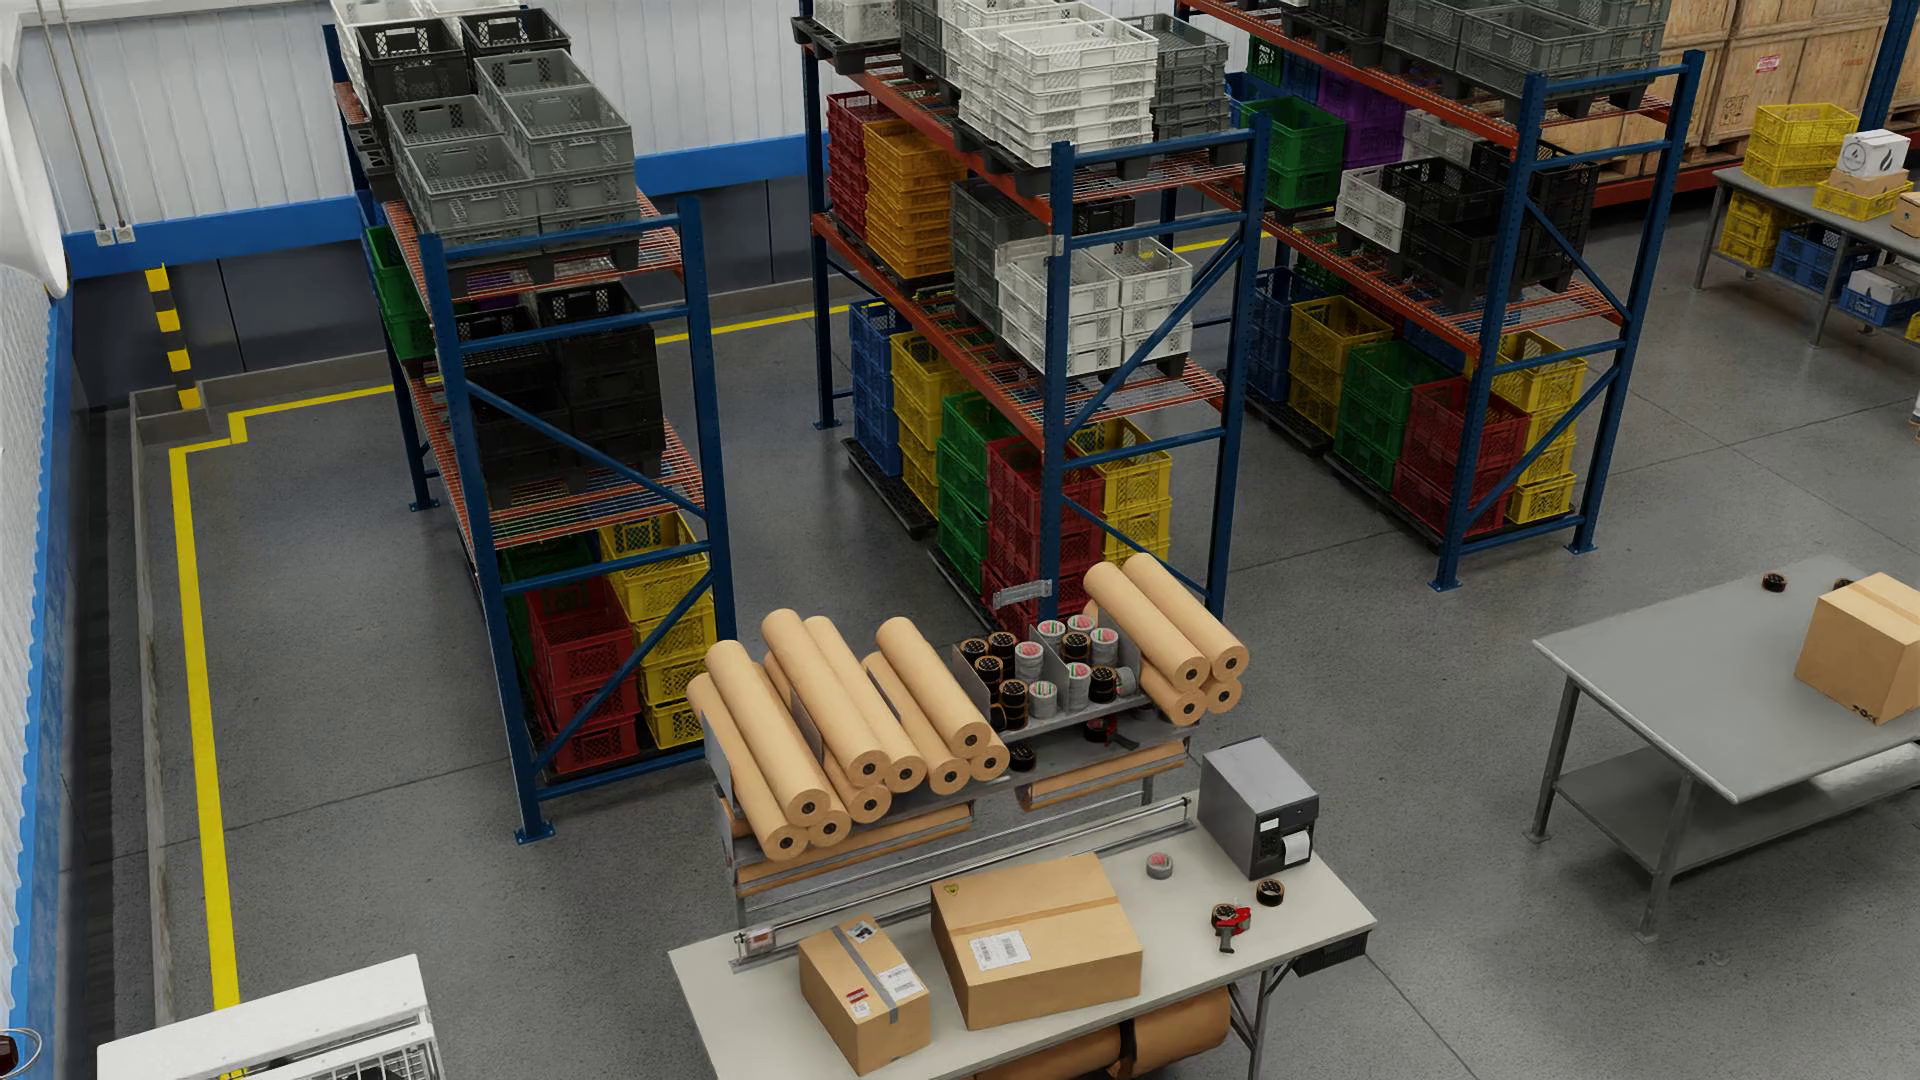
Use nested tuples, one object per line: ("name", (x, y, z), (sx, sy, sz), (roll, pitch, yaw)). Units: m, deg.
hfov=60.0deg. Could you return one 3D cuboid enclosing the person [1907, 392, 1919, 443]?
("person", (6.637, -1.504, 10.873), (0.351, 1.882, 0.582), (11, 33, 17))
